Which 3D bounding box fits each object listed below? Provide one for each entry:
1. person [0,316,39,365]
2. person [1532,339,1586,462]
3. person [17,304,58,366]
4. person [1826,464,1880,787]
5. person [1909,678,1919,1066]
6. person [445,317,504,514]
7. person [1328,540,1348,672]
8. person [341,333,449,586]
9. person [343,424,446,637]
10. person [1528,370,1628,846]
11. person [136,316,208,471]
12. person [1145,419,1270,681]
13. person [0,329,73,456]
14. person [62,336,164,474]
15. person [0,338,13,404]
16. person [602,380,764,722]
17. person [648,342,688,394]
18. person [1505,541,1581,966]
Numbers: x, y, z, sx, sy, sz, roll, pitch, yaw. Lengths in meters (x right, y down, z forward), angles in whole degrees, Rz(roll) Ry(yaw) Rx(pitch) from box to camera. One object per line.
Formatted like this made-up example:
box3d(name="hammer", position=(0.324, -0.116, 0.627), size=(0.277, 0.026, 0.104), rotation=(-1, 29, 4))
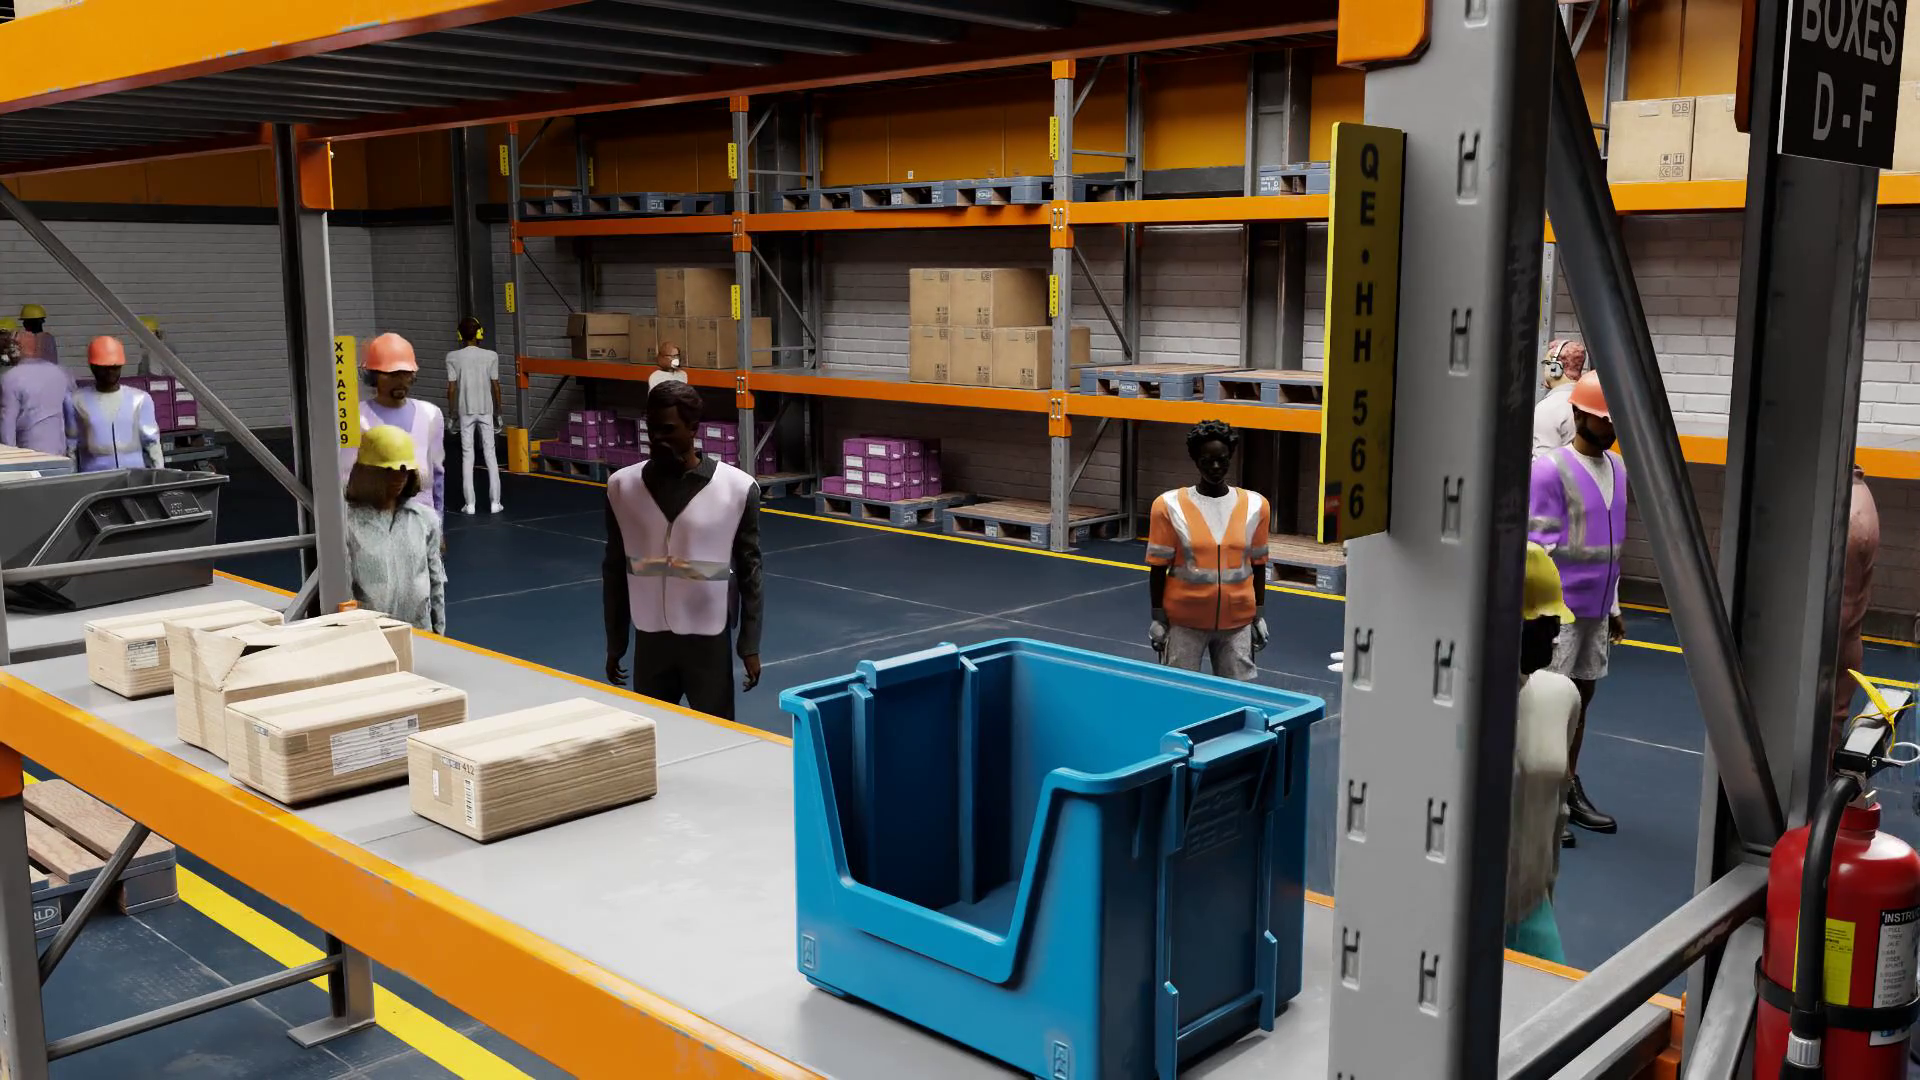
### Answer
box3d(name="person", position=(-10.020, -1.449, 17.601), size=(0.618, 1.814, 0.448), rotation=(-2, 9, -12))
box3d(name="person", position=(3.480, -0.212, 9.723), size=(0.642, 1.908, 0.409), rotation=(-8, 12, -42))
box3d(name="person", position=(-10.335, -1.689, 18.713), size=(0.373, 1.925, 0.595), rotation=(-3, 10, -16))
box3d(name="person", position=(2.831, 0.461, 5.618), size=(0.408, 1.903, 0.638), rotation=(5, 10, 27))
box3d(name="person", position=(2.905, 0.742, 4.772), size=(0.552, 1.603, 0.585), rotation=(-1, 9, -7))
box3d(name="person", position=(-4.595, -1.174, 15.756), size=(0.519, 1.865, 0.331), rotation=(-3, 10, -18))
box3d(name="person", position=(2.285, -0.053, 9.579), size=(0.283, 1.633, 0.501), rotation=(3, 10, 18))
box3d(name="person", position=(-2.986, -0.091, 8.737), size=(0.627, 1.997, 1.054), rotation=(-8, 12, -41))
box3d(name="person", position=(-2.148, 0.429, 6.323), size=(0.347, 1.741, 0.495), rotation=(9, 13, 43))
box3d(name="person", position=(2.517, 0.266, 6.734), size=(0.542, 1.927, 0.382), rotation=(-6, 11, -32))
box3d(name="person", position=(-8.834, -1.592, 18.512), size=(0.755, 1.807, 0.599), rotation=(-3, 10, -20))
box3d(name="person", position=(1.044, 0.337, 6.996), size=(0.541, 1.696, 0.315), rotation=(-1, 9, -7))
box3d(name="person", position=(-7.232, -0.741, 13.160), size=(1.010, 1.854, 0.655), rotation=(1, 9, 9))
box3d(name="person", position=(-5.606, -0.410, 11.045), size=(0.559, 1.883, 1.028), rotation=(-7, 11, -36))
box3d(name="person", position=(-9.749, -1.297, 17.254), size=(0.513, 1.617, 0.524), rotation=(1, 9, 9))
box3d(name="person", position=(-1.023, 0.363, 6.163), size=(0.599, 1.916, 0.375), rotation=(1, 9, 7))
box3d(name="person", position=(-2.768, -1.073, 15.872), size=(0.284, 1.626, 0.500), rotation=(6, 11, 32))
box3d(name="person", position=(1.208, 0.855, 3.724), size=(0.547, 1.715, 0.918), rotation=(-4, 10, -22))
